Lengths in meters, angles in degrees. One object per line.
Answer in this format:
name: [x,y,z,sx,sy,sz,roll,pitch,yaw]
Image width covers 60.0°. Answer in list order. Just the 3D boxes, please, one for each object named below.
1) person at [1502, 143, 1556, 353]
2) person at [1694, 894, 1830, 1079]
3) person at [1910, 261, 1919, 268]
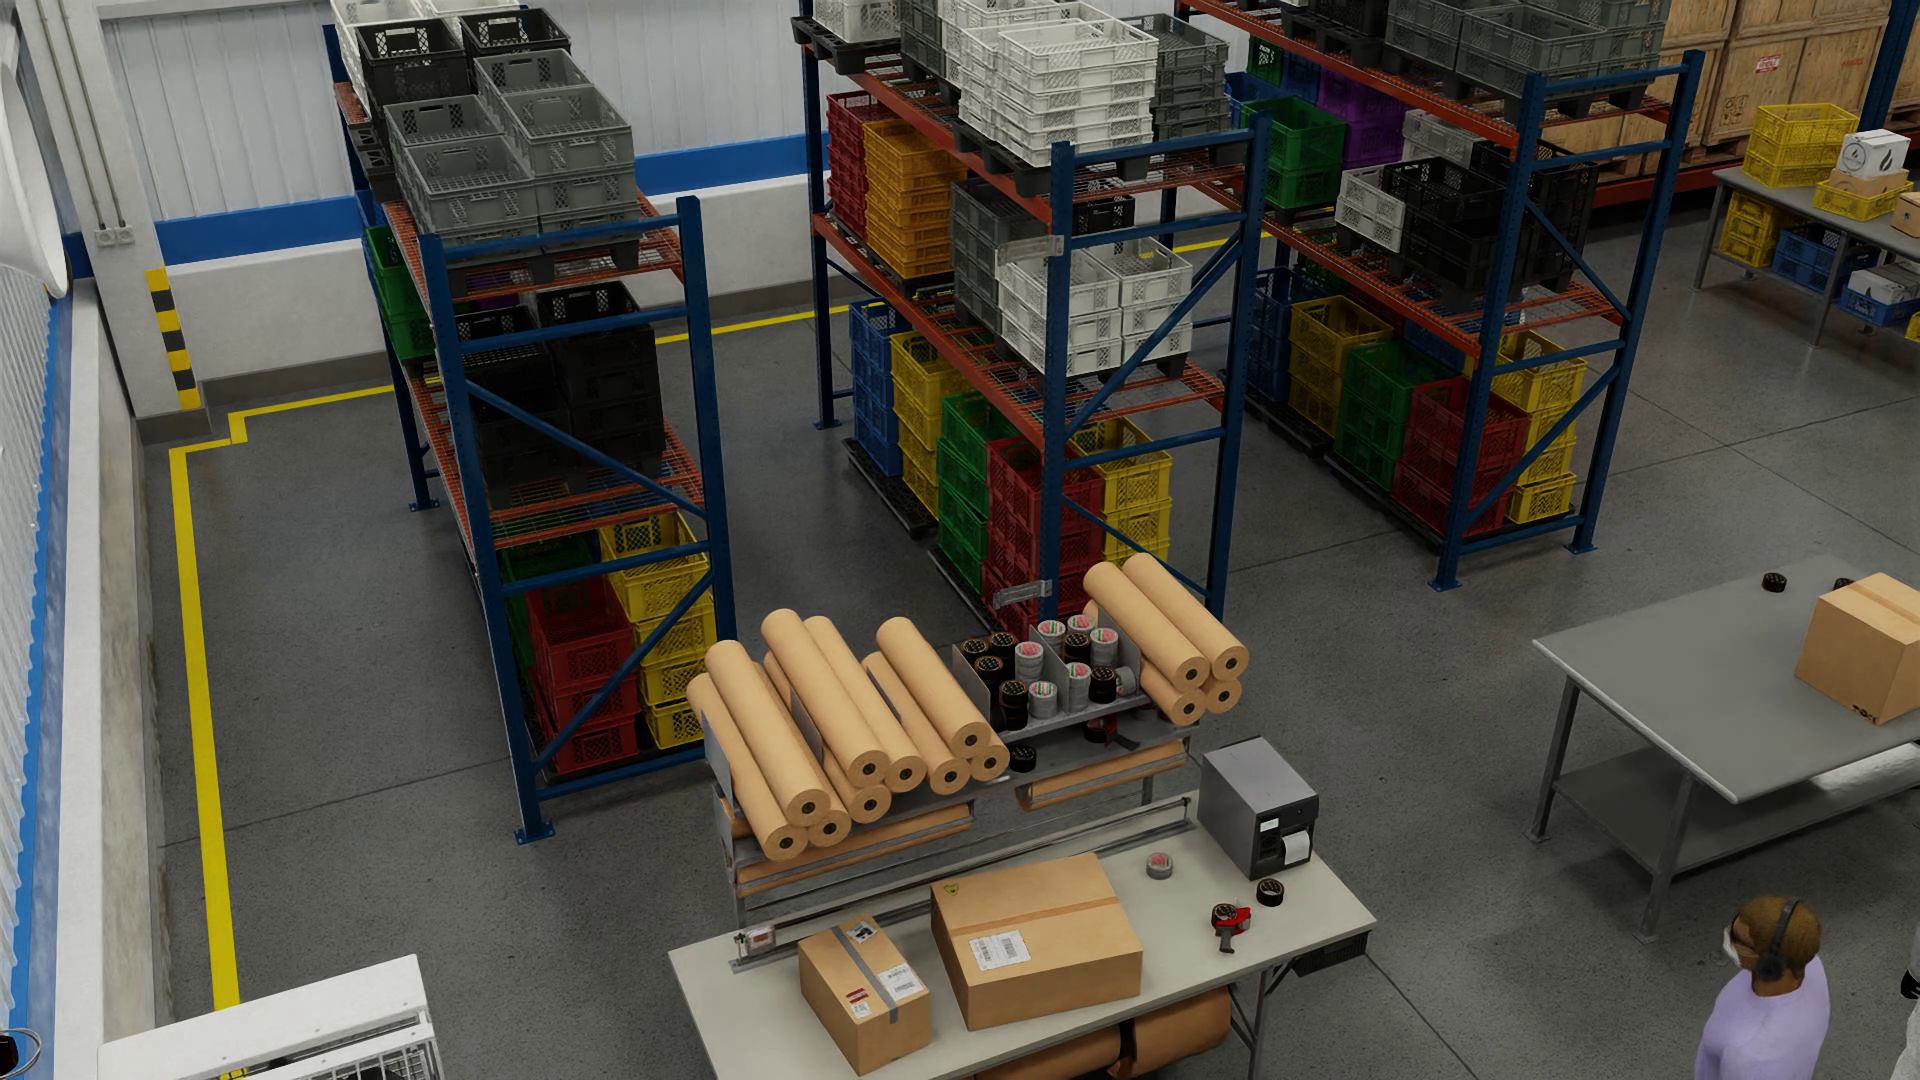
person: [3.777,-1.895,11.493,0.573,1.887,0.355,-21,37,-30]
person: [2.448,1.893,5.307,0.377,1.930,0.624,20,37,29]
person: [7.485,-2.515,12.517,0.329,1.871,0.510,-22,38,-31]
